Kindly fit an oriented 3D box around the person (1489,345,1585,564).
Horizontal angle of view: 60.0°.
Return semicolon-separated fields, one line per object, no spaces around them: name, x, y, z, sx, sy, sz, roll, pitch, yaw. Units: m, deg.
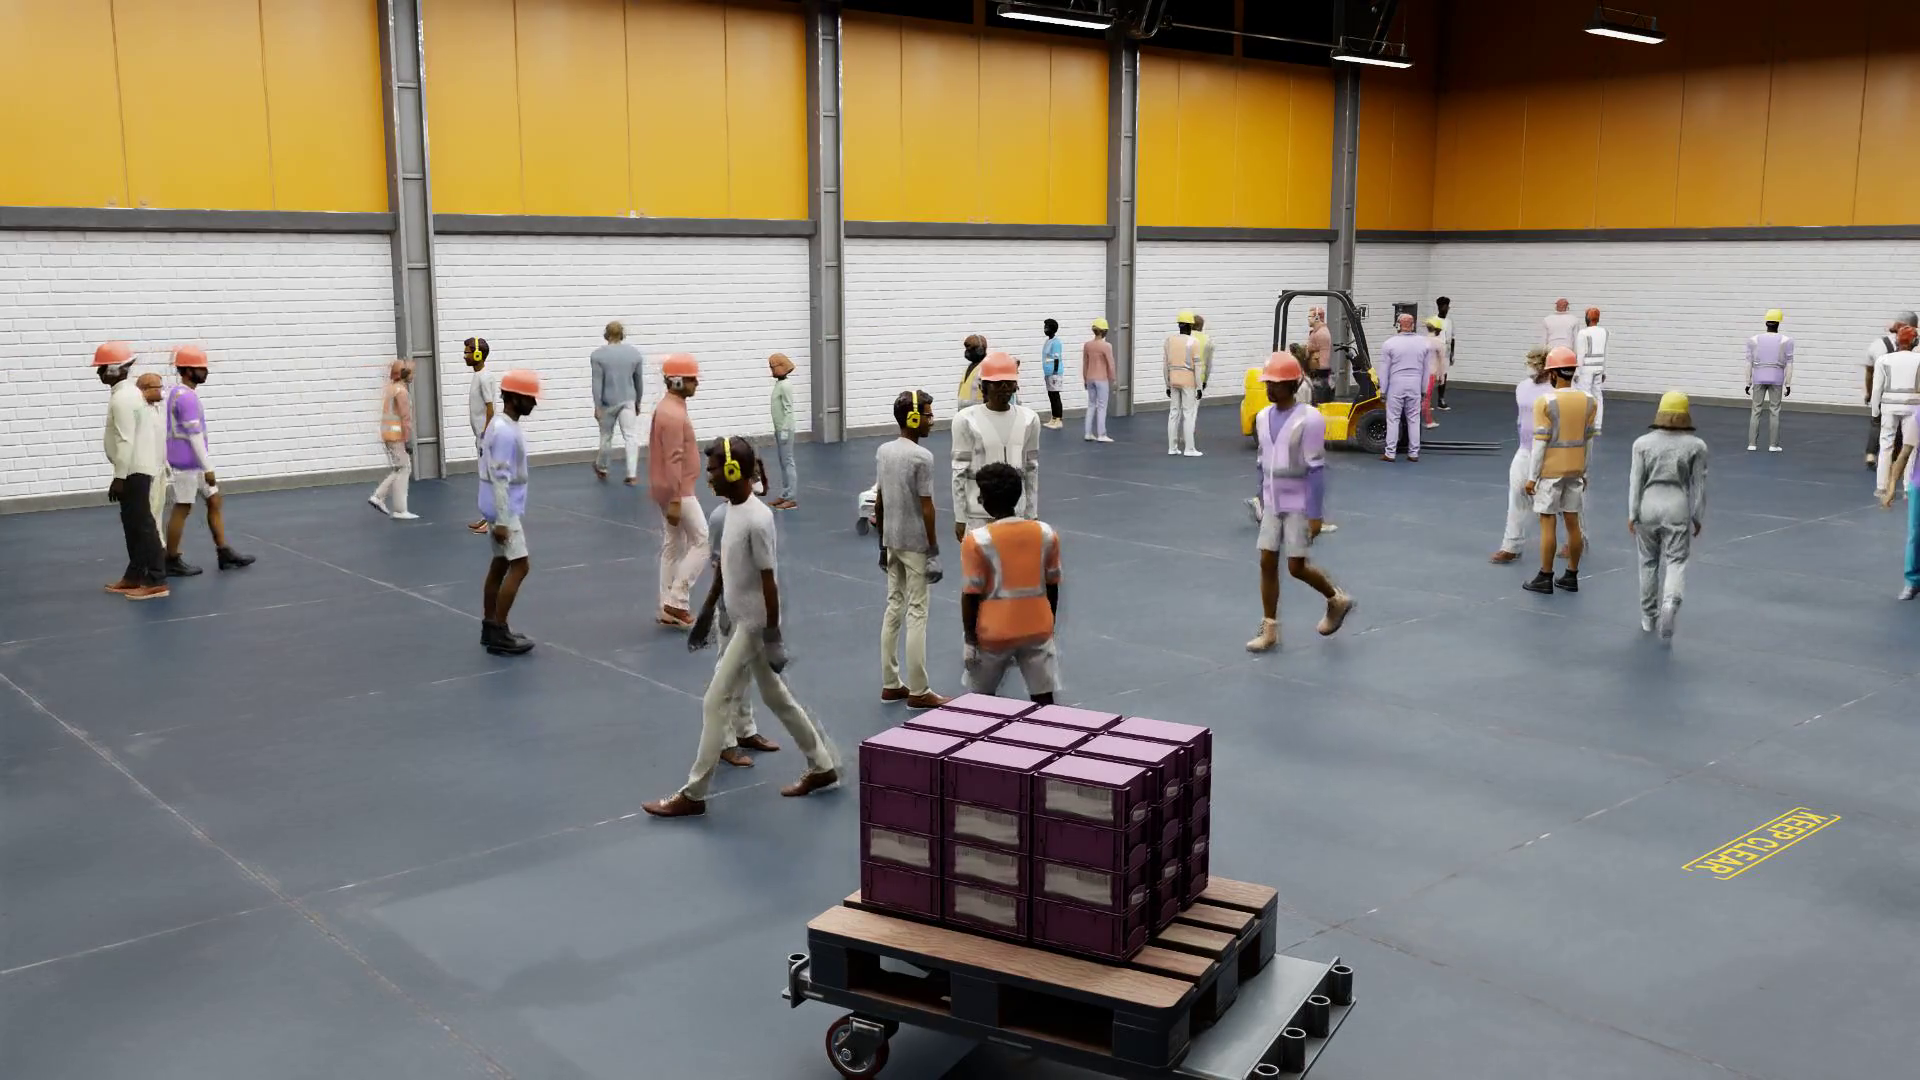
person;5.068;-0.738;14.345;1.007;1.892;0.631;-6;11;-29

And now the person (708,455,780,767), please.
person;-1.129;0.348;8.688;0.278;1.634;0.498;4;10;21

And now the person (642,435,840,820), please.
person;-1.011;0.402;7.907;0.976;1.807;0.481;-3;10;-15

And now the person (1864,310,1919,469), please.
person;11.543;-1.866;20.464;0.731;2.000;0.725;-9;13;-43

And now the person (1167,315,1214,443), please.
person;3.241;-2.279;23.613;0.657;1.799;0.834;0;10;-2

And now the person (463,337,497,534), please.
person;-4.565;-0.995;15.867;0.314;1.869;0.537;-4;10;-20

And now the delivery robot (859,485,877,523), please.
delivery robot;-0.690;-0.386;15.869;0.477;0.478;0.707;3;10;19

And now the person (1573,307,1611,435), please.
person;9.300;-2.481;24.522;0.584;1.883;0.337;-4;10;-22

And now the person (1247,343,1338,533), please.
person;3.202;-0.975;15.907;0.811;1.820;0.517;2;10;13

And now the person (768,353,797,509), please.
person;-1.858;-1.137;17.388;0.282;1.633;0.499;-3;10;-15

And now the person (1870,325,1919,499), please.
person;10.241;-1.387;18.114;0.576;1.885;0.354;5;11;29

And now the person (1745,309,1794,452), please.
person;10.899;-2.144;22.426;0.588;1.927;0.370;6;11;32

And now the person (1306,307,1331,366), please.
person;5.124;-2.397;23.968;0.399;1.907;0.644;2;10;10

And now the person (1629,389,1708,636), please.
person;4.879;-0.175;11.510;0.492;1.725;0.665;4;11;24

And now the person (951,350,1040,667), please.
person;0.245;-0.191;10.647;0.609;2.044;0.394;-4;10;-21

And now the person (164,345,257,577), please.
person;-6.244;-0.651;13.750;0.854;1.900;0.569;-5;11;-26

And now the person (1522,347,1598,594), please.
person;4.679;-0.542;13.027;0.543;1.935;0.366;-3;10;-17

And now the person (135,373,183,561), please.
person;-6.986;-0.633;14.436;0.282;1.633;0.502;-2;10;-11

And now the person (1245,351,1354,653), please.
person;2.264;-0.258;11.116;0.726;2.024;0.613;-6;11;-32

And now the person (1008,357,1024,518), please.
person;0.460;-1.024;16.714;0.313;1.637;0.513;-2;10;-10

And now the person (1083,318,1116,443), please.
person;1.977;-2.262;23.595;0.324;1.767;0.536;-9;13;-41

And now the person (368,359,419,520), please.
person;-5.634;-0.999;16.634;0.428;1.622;0.520;-5;11;-28

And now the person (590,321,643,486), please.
person;-4.005;-1.594;19.349;0.641;1.875;1.046;-5;11;-26

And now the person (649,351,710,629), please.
person;-1.956;-0.338;11.718;0.449;1.979;0.615;-3;10;-17

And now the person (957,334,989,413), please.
person;0.184;-1.210;17.236;0.429;1.840;0.626;-4;10;-22

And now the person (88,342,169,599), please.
person;-6.432;-0.522;12.825;0.548;1.979;0.633;-4;10;-22

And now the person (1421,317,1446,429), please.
person;7.018;-2.496;25.103;0.904;1.713;0.565;-8;13;-40

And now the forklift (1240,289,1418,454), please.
forklift;5.034;-2.339;22.783;2.313;2.155;1.214;3;10;16

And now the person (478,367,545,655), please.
person;-2.997;-0.204;11.130;0.478;1.909;0.568;-3;10;-18

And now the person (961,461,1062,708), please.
person;0.270;0.464;7.938;0.558;1.662;0.618;-5;11;-25

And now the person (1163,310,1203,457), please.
person;2.948;-2.057;21.912;0.585;1.929;0.364;8;13;41

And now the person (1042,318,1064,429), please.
person;1.413;-2.547;25.469;0.320;1.692;0.531;-2;10;-14

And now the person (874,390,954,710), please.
person;-0.292;0.057;9.728;0.334;1.864;0.521;-8;13;-39

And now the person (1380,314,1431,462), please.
person;5.697;-1.947;21.360;0.644;1.899;0.401;-1;10;-5

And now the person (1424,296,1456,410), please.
person;8.210;-3.189;28.468;0.606;1.955;0.398;-3;10;-19

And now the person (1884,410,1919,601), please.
person;7.272;-0.358;12.392;0.661;1.792;0.971;5;11;25

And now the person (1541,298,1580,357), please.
person;10.439;-3.247;28.936;0.639;1.911;0.406;4;11;23
